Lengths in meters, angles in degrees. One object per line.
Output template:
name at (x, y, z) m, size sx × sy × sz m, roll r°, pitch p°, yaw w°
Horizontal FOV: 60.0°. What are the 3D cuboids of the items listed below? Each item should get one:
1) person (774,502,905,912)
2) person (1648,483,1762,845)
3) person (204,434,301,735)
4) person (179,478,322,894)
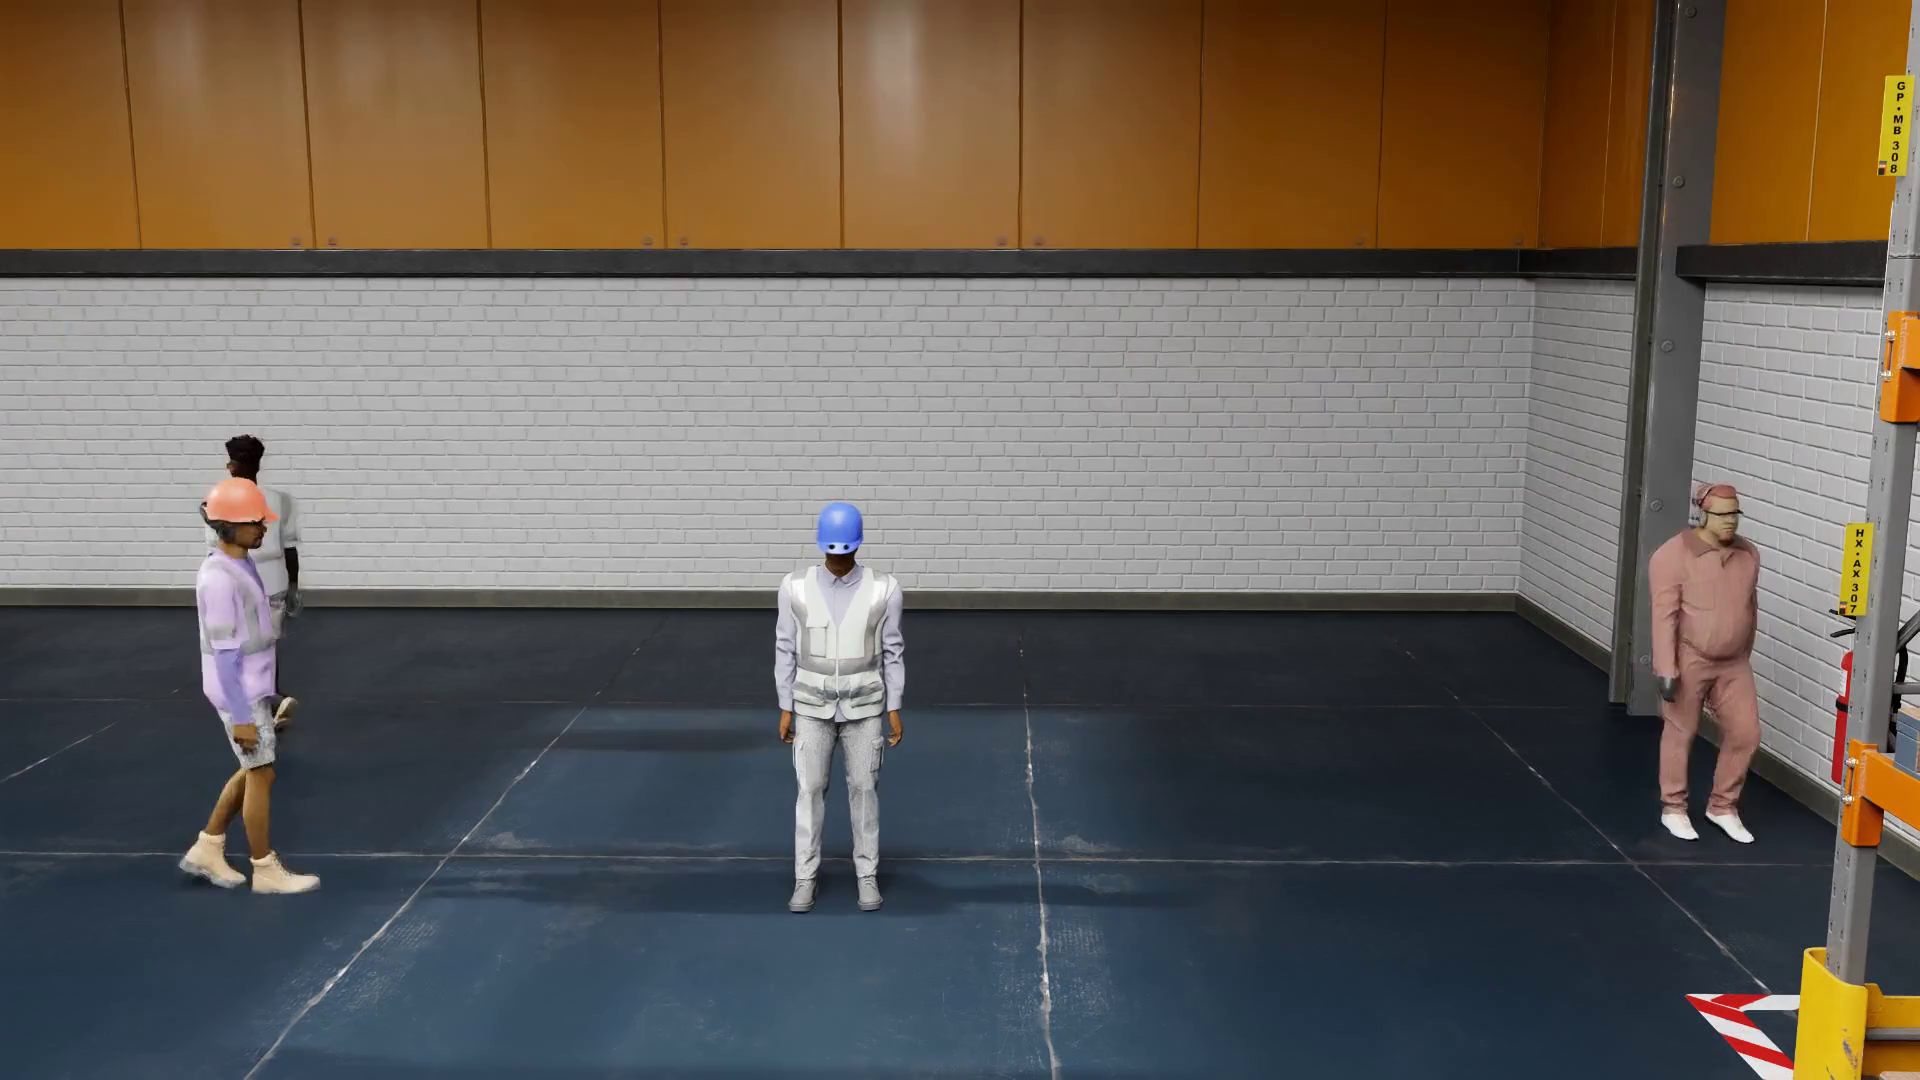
person at (-0.559, 0.774, 7.745) m, size 0.603 × 1.937 × 0.410 m, roll 0°, pitch 9°, yaw -1°
person at (3.893, 0.655, 8.604) m, size 0.660 × 1.890 × 0.556 m, roll -2°, pitch 10°, yaw -10°
person at (-4.401, 0.313, 10.454) m, size 0.612 × 1.952 × 0.614 m, roll 6°, pitch 11°, yaw 34°
person at (-3.443, 0.714, 7.907) m, size 0.673 × 2.025 × 0.662 m, roll -3°, pitch 10°, yaw -15°
